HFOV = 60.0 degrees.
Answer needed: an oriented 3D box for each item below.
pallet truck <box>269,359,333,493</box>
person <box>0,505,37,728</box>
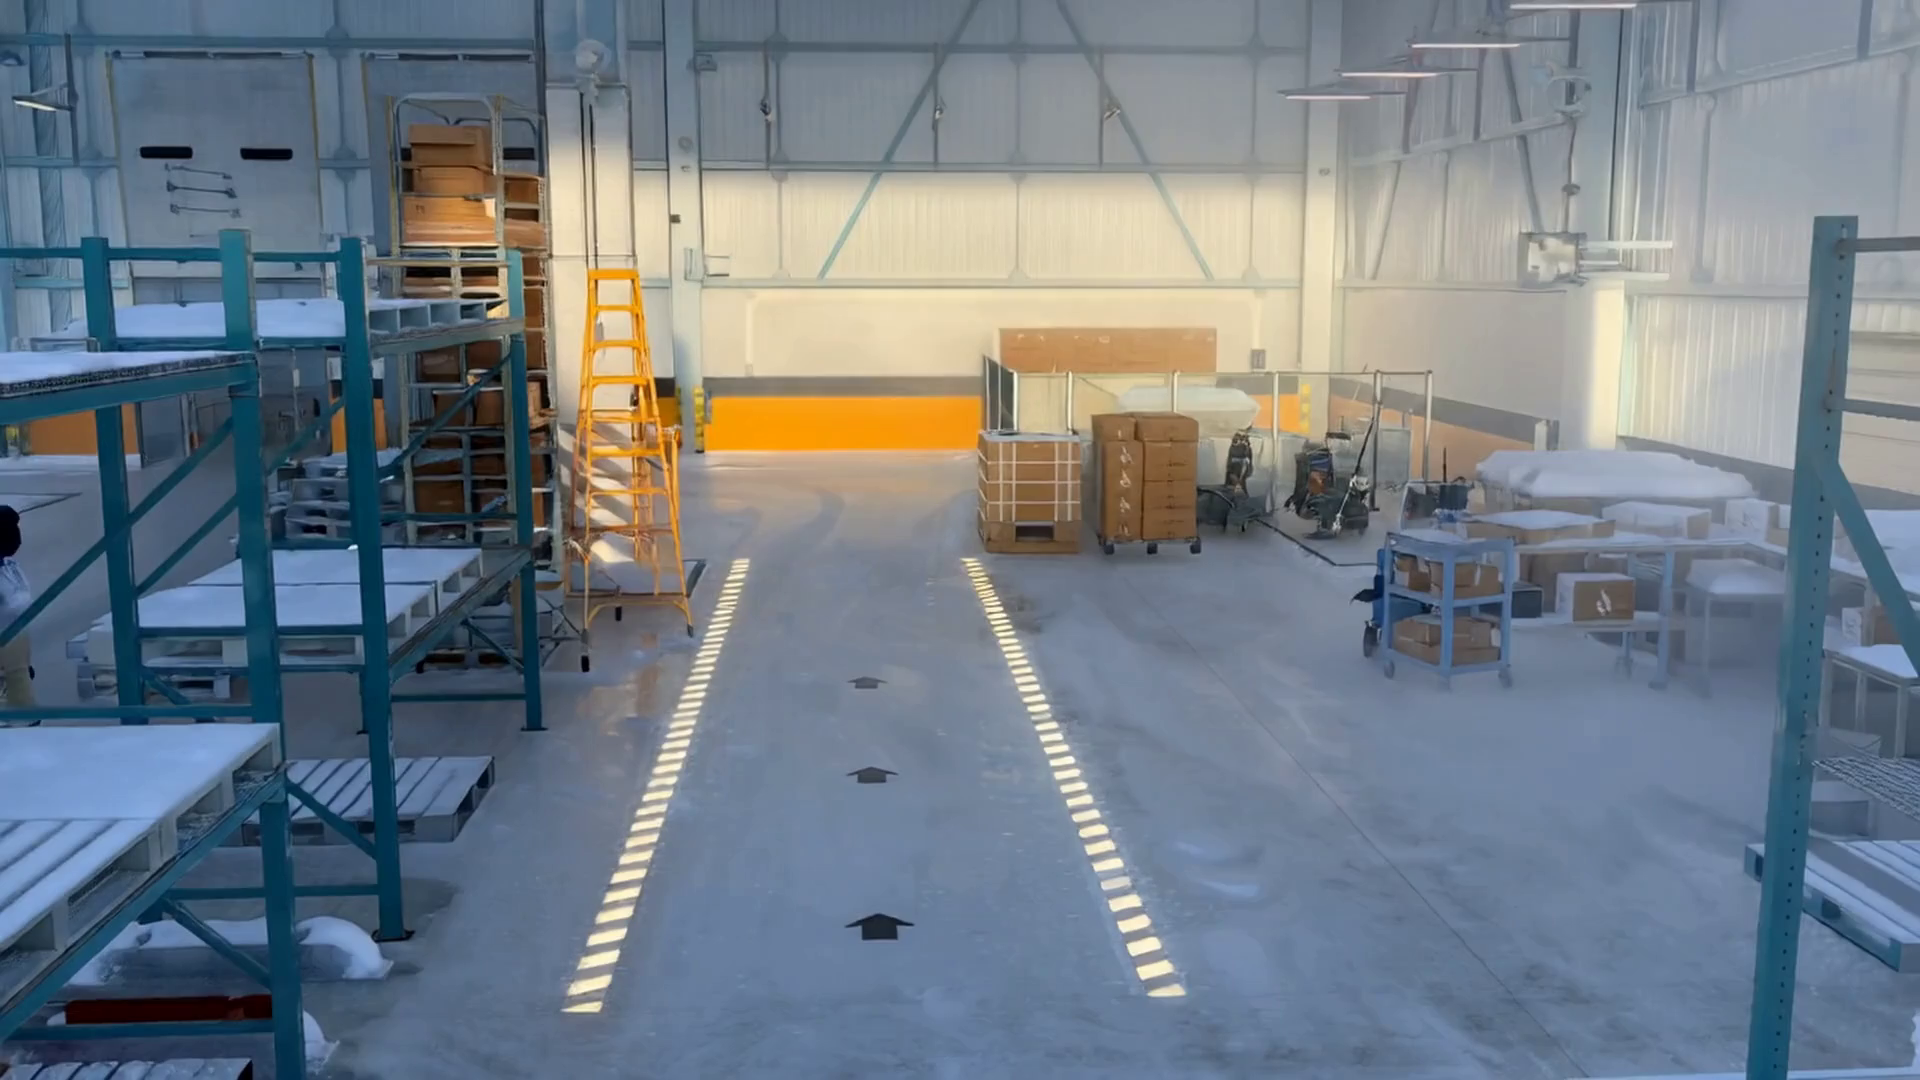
[{"bbox_3d":[-7.062,-1.131,18.996,1.885,1.965,0.823,2,9,13],"label":"pallet truck"},{"bbox_3d":[-5.015,0.657,8.744,0.368,1.691,0.536,-2,9,-15],"label":"person"}]
